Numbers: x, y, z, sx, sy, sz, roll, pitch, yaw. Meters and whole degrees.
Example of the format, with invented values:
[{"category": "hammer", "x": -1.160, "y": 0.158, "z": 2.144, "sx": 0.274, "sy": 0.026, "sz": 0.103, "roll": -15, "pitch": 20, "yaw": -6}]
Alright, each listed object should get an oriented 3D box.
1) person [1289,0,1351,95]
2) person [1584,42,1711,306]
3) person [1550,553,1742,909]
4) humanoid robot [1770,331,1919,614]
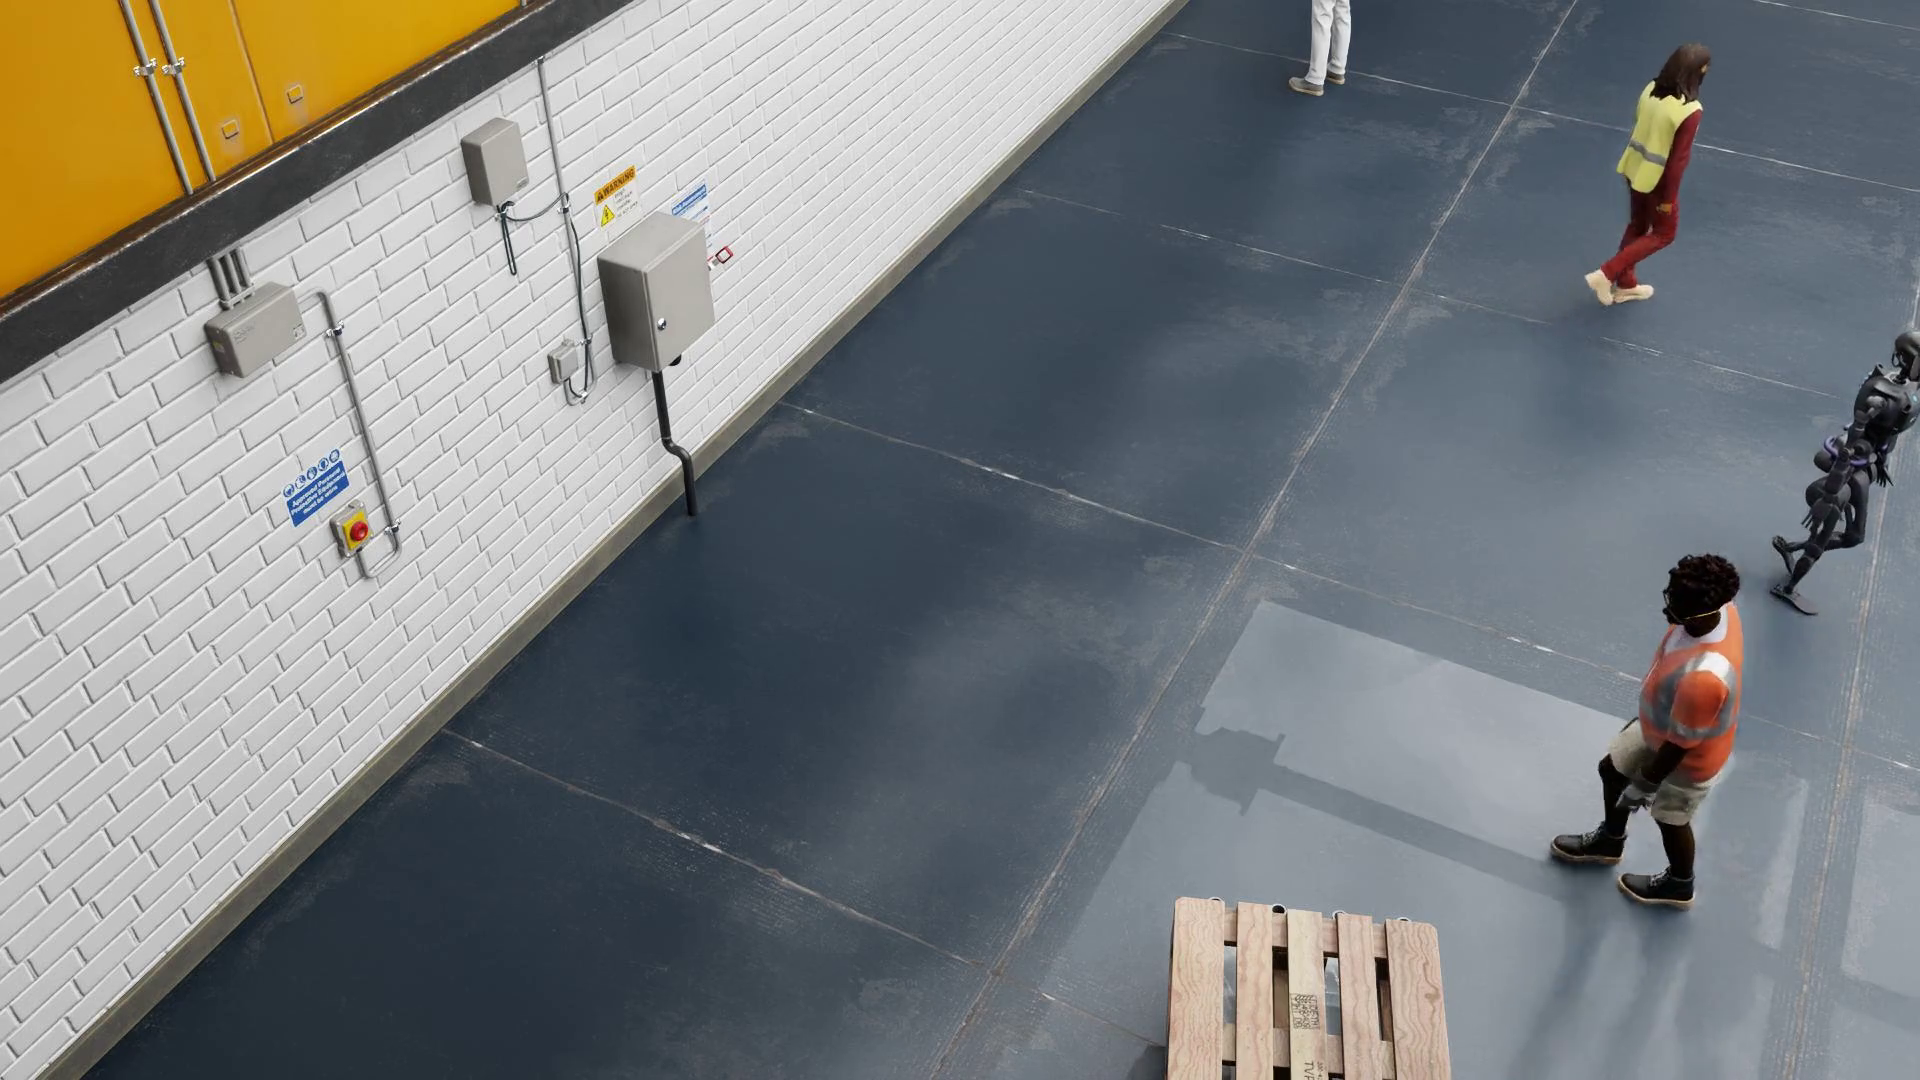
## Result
[{"category": "person", "x": 2.839, "y": -4.323, "z": 12.624, "sx": 0.571, "sy": 1.876, "sz": 0.350, "roll": -33, "pitch": 50, "yaw": -32}, {"category": "person", "x": 4.252, "y": -2.215, "z": 10.260, "sx": 0.490, "sy": 1.758, "sz": 0.476, "roll": -10, "pitch": 42, "yaw": -12}, {"category": "person", "x": 2.851, "y": 0.795, "z": 6.649, "sx": 0.725, "sy": 1.919, "sz": 0.620, "roll": 10, "pitch": 42, "yaw": 11}, {"category": "humanoid robot", "x": 4.334, "y": -0.353, "z": 8.170, "sx": 0.616, "sy": 1.640, "sz": 0.408, "roll": -28, "pitch": 48, "yaw": -29}]
